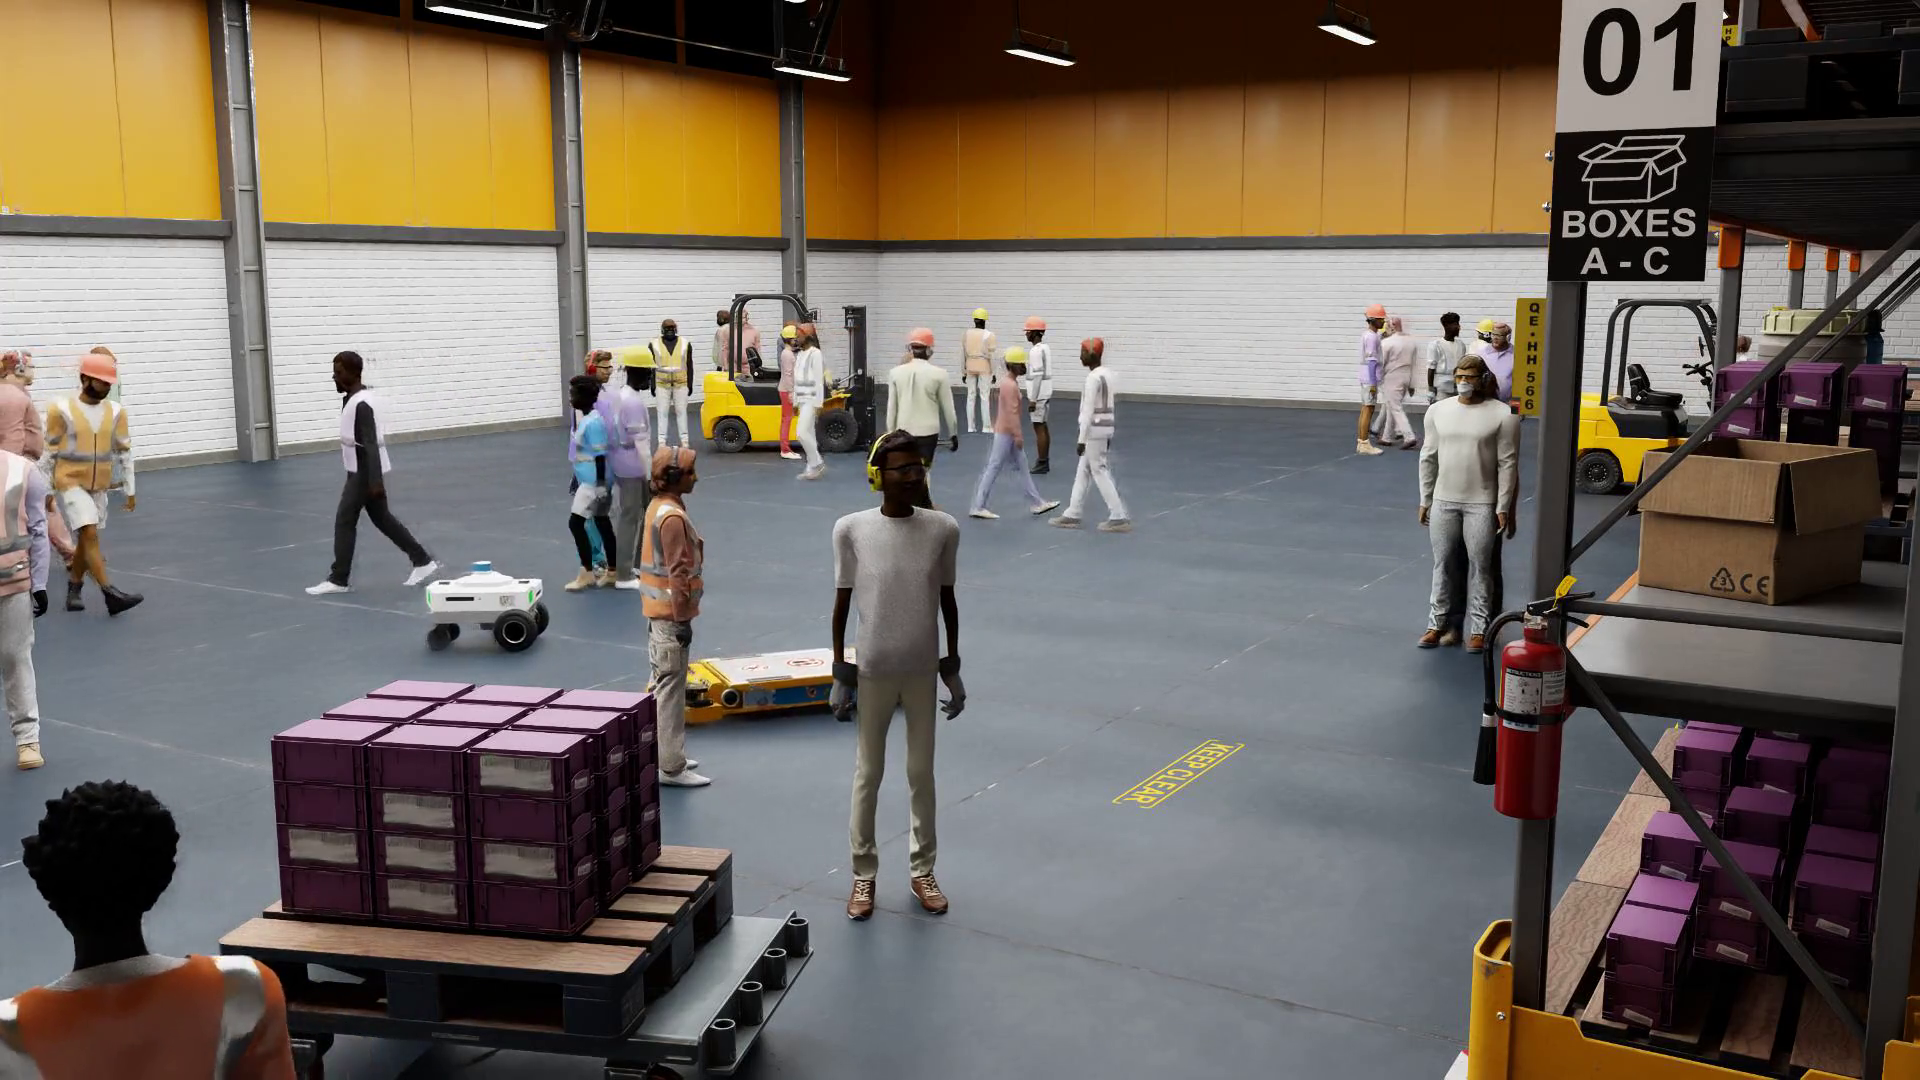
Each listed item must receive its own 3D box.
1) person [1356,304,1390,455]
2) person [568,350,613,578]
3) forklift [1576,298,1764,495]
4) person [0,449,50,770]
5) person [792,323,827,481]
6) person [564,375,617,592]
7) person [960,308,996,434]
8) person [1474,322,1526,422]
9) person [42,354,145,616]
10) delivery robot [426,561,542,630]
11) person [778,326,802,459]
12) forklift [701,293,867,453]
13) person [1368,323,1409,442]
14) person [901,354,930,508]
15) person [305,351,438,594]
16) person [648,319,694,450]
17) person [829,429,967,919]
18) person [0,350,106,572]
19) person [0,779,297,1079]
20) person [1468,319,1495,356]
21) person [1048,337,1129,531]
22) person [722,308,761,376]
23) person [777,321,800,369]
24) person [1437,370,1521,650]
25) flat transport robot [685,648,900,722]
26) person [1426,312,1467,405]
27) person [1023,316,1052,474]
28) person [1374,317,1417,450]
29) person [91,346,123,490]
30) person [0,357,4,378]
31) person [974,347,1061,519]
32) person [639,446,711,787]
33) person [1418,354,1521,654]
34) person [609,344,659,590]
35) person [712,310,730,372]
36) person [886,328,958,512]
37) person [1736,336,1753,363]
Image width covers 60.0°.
[{"bbox_3d":[5.604,-2.172,22.571,0.379,2.041,0.616,1,9,7],"label":"person"},{"bbox_3d":[-2.983,-0.625,13.538,0.373,1.840,0.572,1,9,5],"label":"person"},{"bbox_3d":[7.954,-1.589,18.462,2.313,2.155,1.214,5,11,30],"label":"forklift"},{"bbox_3d":[-4.813,0.235,8.179,0.627,1.844,0.429,-4,10,-25],"label":"person"},{"bbox_3d":[-1.821,-1.623,19.671,0.417,1.870,0.614,-5,10,-26],"label":"person"},{"bbox_3d":[-2.903,-0.434,12.852,0.577,1.674,0.528,-2,9,-13],"label":"person"},{"bbox_3d":[0.293,-2.597,25.580,0.587,1.928,0.381,4,10,26],"label":"person"},{"bbox_3d":[6.154,-1.536,19.036,0.643,1.905,0.400,4,10,22],"label":"person"},{"bbox_3d":[-6.230,-0.391,11.959,0.932,1.875,0.563,6,11,35],"label":"person"},{"bbox_3d":[-3.133,0.383,10.960,0.707,0.478,0.477,-1,9,-4],"label":"delivery robot"},{"bbox_3d":[-2.257,-1.959,22.101,0.321,1.769,0.523,-1,9,-6],"label":"person"},{"bbox_3d":[-2.458,-2.344,23.176,2.313,2.155,1.214,0,9,-2],"label":"forklift"},{"bbox_3d":[6.281,-2.334,24.481,0.600,1.754,0.994,-5,10,-26],"label":"person"},{"bbox_3d":[-0.472,-1.097,17.138,0.287,1.631,0.501,-3,10,-21],"label":"person"},{"bbox_3d":[-4.562,-0.531,12.878,0.955,1.878,0.634,-4,10,-24],"label":"person"},{"bbox_3d":[-4.032,-2.167,23.215,0.631,1.837,0.430,-2,9,-14],"label":"person"},{"bbox_3d":[-0.236,0.510,6.355,0.532,1.874,0.316,-2,9,-11],"label":"person"},{"bbox_3d":[-7.611,-0.615,13.478,1.019,1.843,0.647,-9,13,-44],"label":"person"},{"bbox_3d":[-1.393,1.202,2.725,0.837,1.655,0.540,9,13,44],"label":"person"},{"bbox_3d":[7.229,-2.132,22.974,0.404,1.831,0.600,-1,9,-7],"label":"person"},{"bbox_3d":[1.255,-1.006,15.892,0.814,1.855,0.600,2,9,15],"label":"person"},{"bbox_3d":[-3.554,-2.823,27.080,0.638,1.902,0.407,-2,9,-10],"label":"person"},{"bbox_3d":[-2.949,-3.018,29.118,0.501,1.636,0.280,0,9,-1],"label":"person"},{"bbox_3d":[3.382,-0.204,10.904,0.526,1.843,0.342,6,11,34],"label":"person"},{"bbox_3d":[-0.960,0.803,9.514,1.431,0.197,0.652,-4,10,-23],"label":"flat transport robot"},{"bbox_3d":[6.254,-1.941,21.359,0.614,1.965,0.361,-5,10,-26],"label":"person"},{"bbox_3d":[0.938,-1.776,20.426,0.377,1.938,0.547,3,9,16],"label":"person"},{"bbox_3d":[6.143,-2.203,23.329,0.637,1.862,0.914,-7,11,-37],"label":"person"},{"bbox_3d":[-9.685,-1.380,18.903,0.289,1.633,0.498,0,9,-1],"label":"person"},{"bbox_3d":[-8.592,-0.834,15.155,0.322,1.741,0.490,0,9,-1],"label":"person"},{"bbox_3d":[0.558,-1.060,16.643,0.915,1.719,0.546,0,9,2],"label":"person"},{"bbox_3d":[-1.383,0.363,8.014,0.310,1.636,0.523,-3,10,-19],"label":"person"},{"bbox_3d":[3.284,-0.236,10.811,0.630,1.940,0.372,6,11,32],"label":"person"},{"bbox_3d":[-2.456,-0.555,12.902,0.575,1.910,0.597,-2,9,-13],"label":"person"},{"bbox_3d":[-4.019,-3.012,28.440,0.429,1.841,0.633,2,9,14],"label":"person"},{"bbox_3d":[-0.338,-1.026,15.765,0.648,1.935,1.025,4,10,24],"label":"person"},{"bbox_3d":[10.666,-1.966,22.671,0.850,1.600,0.530,-1,9,-7],"label":"person"}]
